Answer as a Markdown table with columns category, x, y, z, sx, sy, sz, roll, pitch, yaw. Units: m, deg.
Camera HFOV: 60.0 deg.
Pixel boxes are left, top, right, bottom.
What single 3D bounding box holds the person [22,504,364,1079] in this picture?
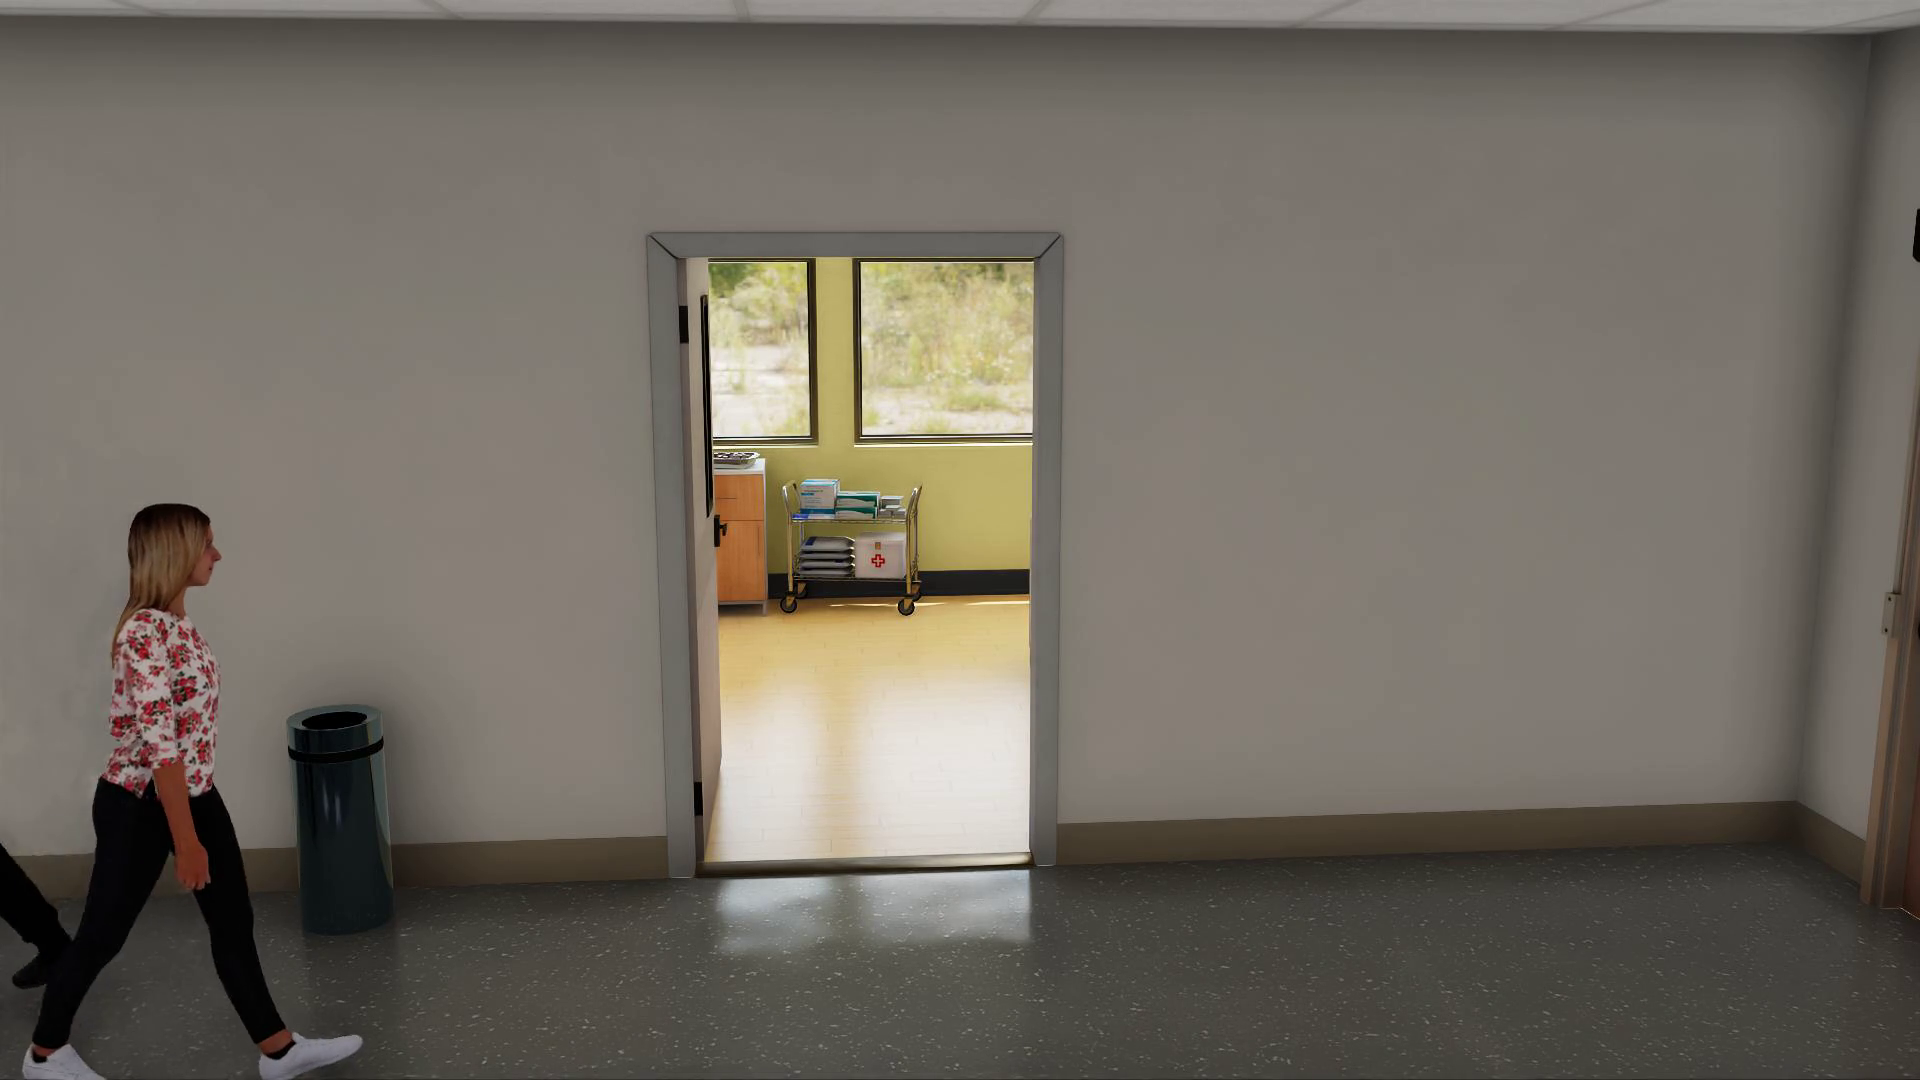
| category | x | y | z | sx | sy | sz | roll | pitch | yaw |
| --- | --- | --- | --- | --- | --- | --- | --- | --- | --- |
| person | -2.185 | 0.733 | 4.378 | 1.098 | 1.587 | 0.705 | -1 | 11 | -8 |
